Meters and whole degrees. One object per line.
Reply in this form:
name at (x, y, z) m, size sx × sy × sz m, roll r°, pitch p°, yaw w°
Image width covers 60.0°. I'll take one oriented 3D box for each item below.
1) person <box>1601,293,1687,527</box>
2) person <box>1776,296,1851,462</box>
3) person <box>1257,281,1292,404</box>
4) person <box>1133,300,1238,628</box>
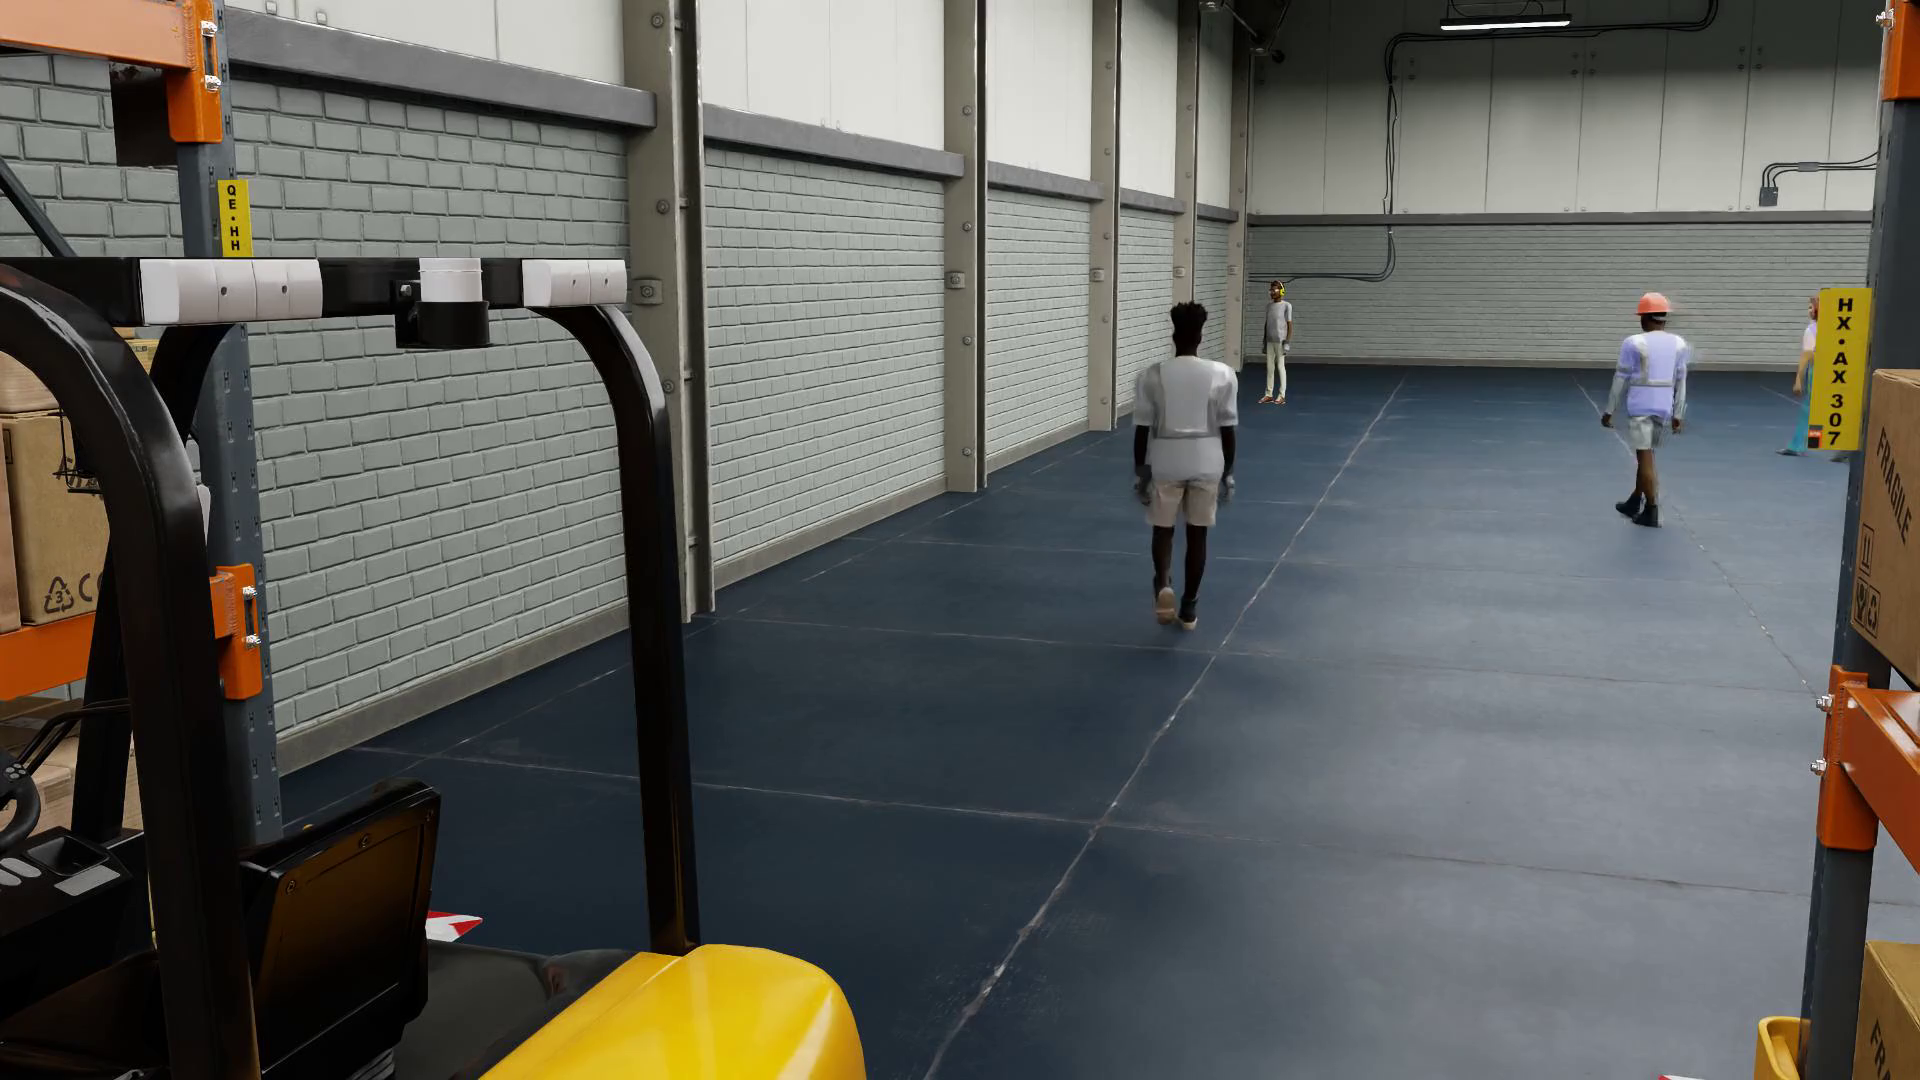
person at (5.669, -1.092, 13.859) m, size 0.564 × 1.904 × 0.876 m, roll -2°, pitch 10°, yaw -12°
person at (9.443, -1.765, 18.185) m, size 0.590 × 1.803 × 0.969 m, roll -6°, pitch 11°, yaw -31°
person at (4.808, -3.007, 25.357) m, size 0.329 × 1.872 × 0.510 m, roll -8°, pitch 13°, yaw -41°
person at (1.313, -0.417, 9.692) m, size 0.613 × 1.949 × 0.577 m, roll 1°, pitch 10°, yaw 8°
